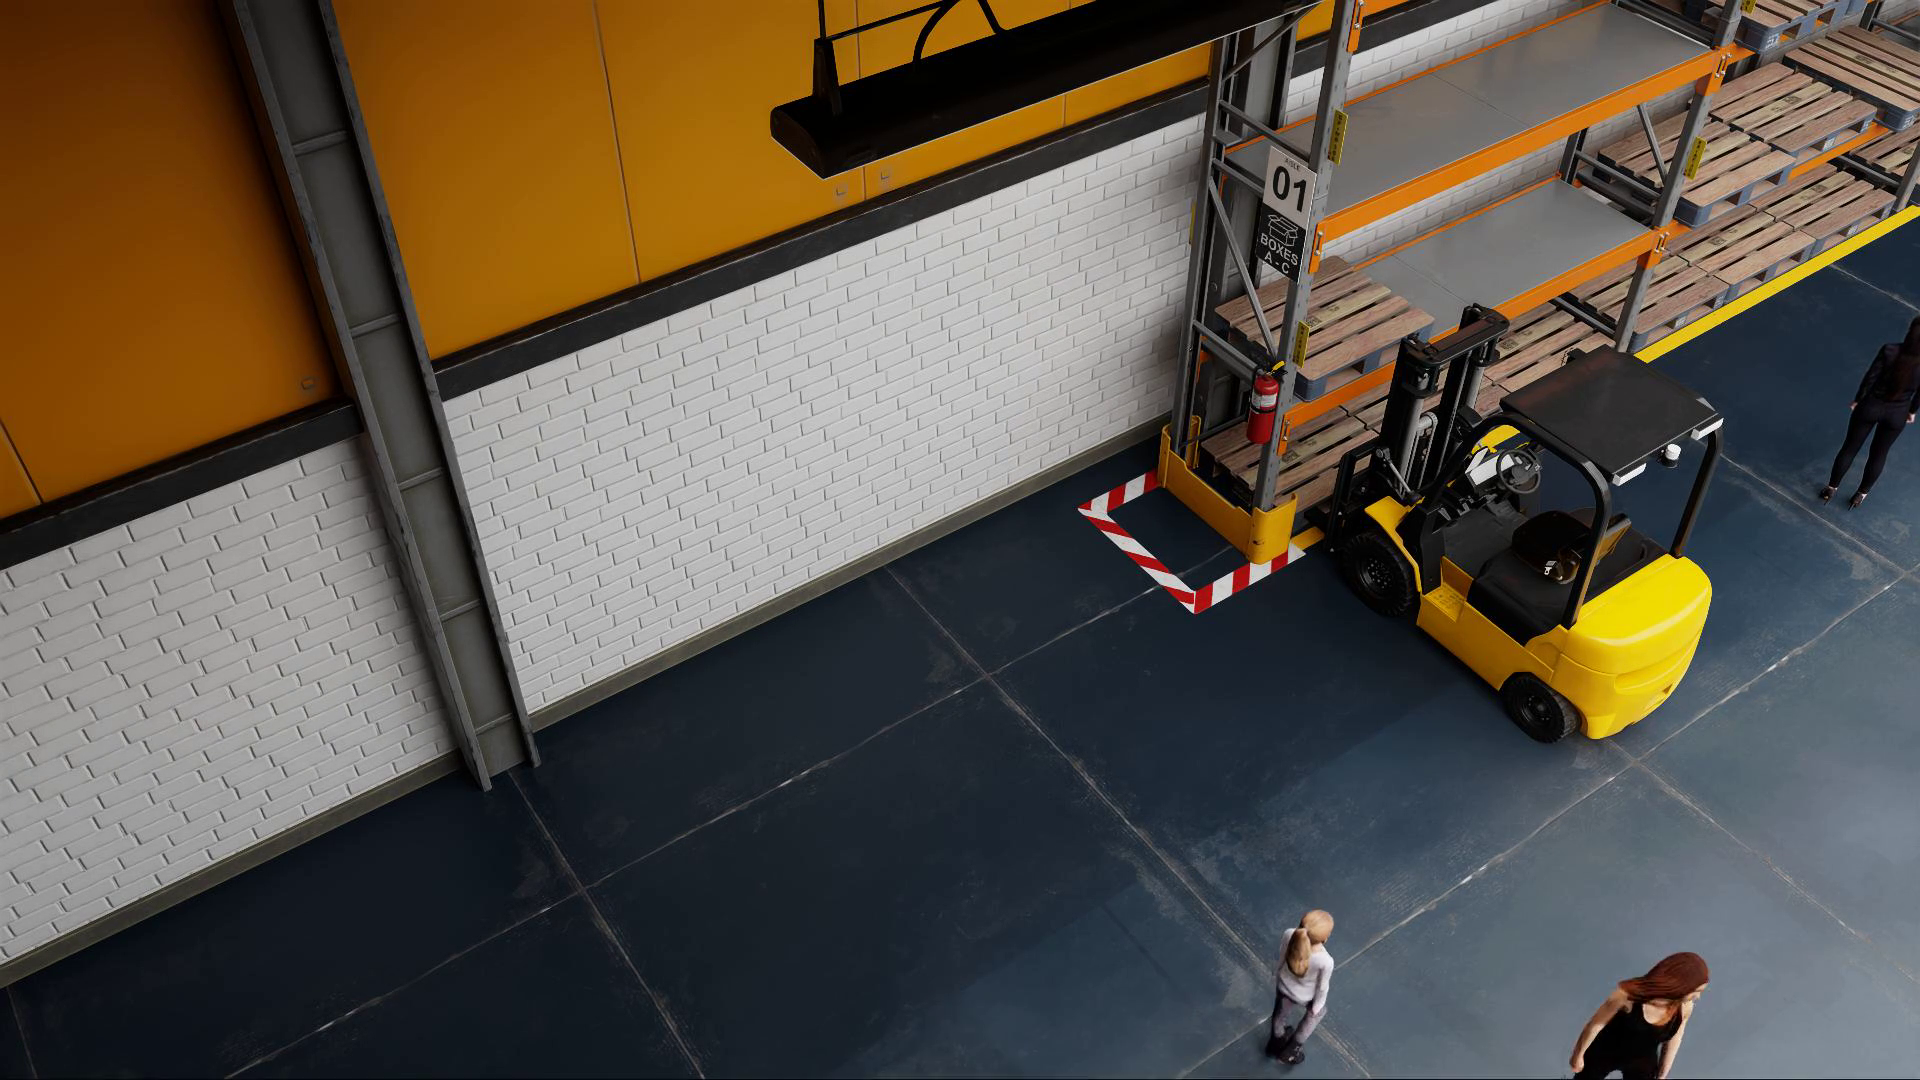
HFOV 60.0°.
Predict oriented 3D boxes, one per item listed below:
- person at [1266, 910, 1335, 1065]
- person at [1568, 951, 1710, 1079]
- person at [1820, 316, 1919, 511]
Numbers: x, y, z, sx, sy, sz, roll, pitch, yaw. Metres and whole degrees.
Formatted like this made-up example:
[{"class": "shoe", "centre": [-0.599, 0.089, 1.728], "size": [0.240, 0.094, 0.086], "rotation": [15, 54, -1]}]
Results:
[{"class": "person", "centre": [1.748, 2.393, 8.788], "size": [0.531, 1.270, 0.569], "rotation": [34, 53, 30]}, {"class": "person", "centre": [3.271, 2.563, 8.296], "size": [0.756, 1.703, 0.815], "rotation": [18, 47, 18]}, {"class": "person", "centre": [6.628, -0.918, 11.944], "size": [0.643, 1.712, 0.647], "rotation": [17, 46, 17]}]
